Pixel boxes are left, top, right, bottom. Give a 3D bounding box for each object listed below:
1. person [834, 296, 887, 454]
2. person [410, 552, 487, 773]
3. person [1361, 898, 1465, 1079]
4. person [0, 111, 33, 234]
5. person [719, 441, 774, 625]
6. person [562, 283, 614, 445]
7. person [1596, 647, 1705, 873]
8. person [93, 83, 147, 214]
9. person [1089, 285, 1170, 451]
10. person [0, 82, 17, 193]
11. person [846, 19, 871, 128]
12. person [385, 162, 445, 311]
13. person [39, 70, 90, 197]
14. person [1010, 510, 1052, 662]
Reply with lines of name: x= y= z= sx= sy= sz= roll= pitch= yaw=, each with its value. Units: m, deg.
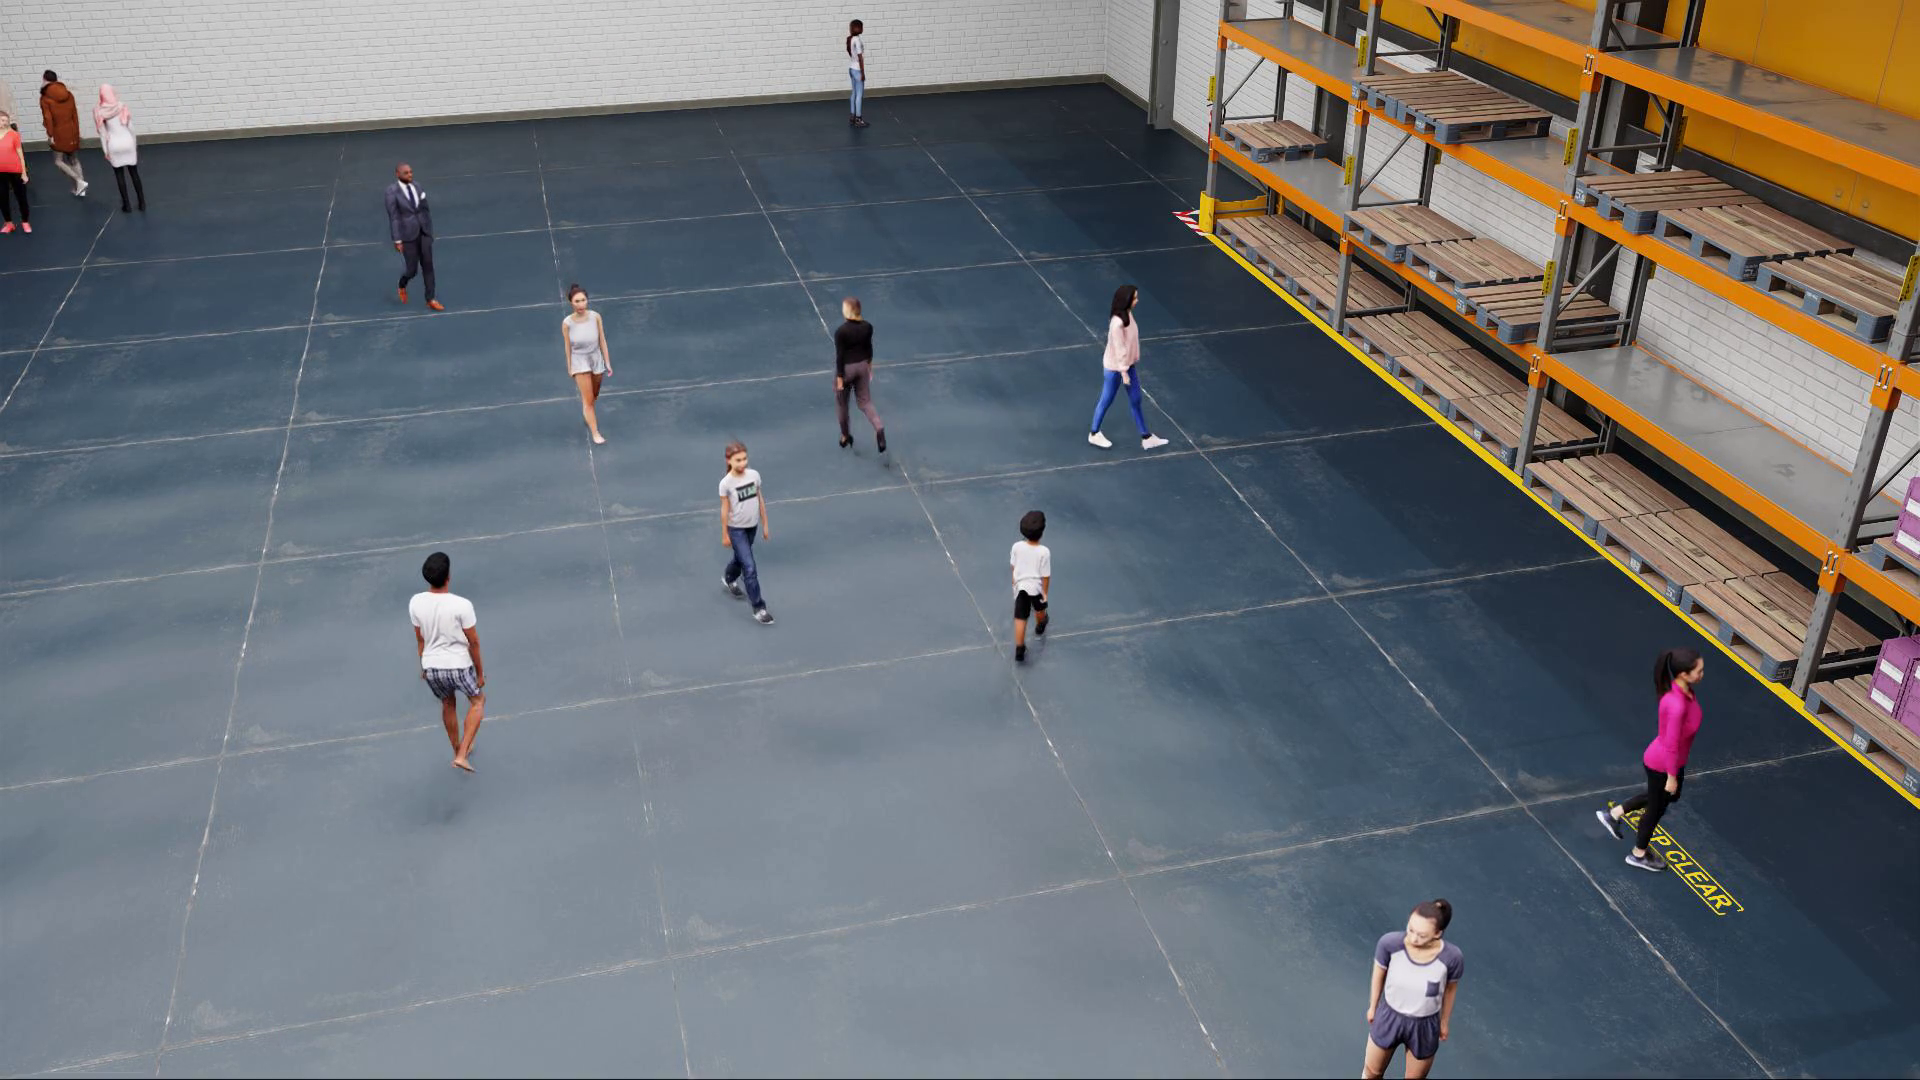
person: x=-0.995 y=-1.574 z=16.346 sx=0.831 sy=1.650 sz=1.033 roll=-21 pitch=35 yaw=-33
person: x=-3.612 y=0.926 z=11.690 sx=0.781 sy=1.718 sz=0.871 roll=2 pitch=29 yaw=4
person: x=2.361 y=2.543 z=8.798 sx=0.668 sy=1.650 sz=0.683 roll=9 pitch=30 yaw=16
person: x=-12.900 y=-4.973 z=22.554 sx=0.699 sy=1.671 sz=0.569 roll=0 pitch=29 yaw=0
person: x=-1.838 y=-0.123 z=13.817 sx=0.841 sy=1.524 sz=1.107 roll=-22 pitch=35 yaw=-34
person: x=-3.803 y=-1.822 z=16.873 sx=0.788 sy=1.580 sz=1.094 roll=-18 pitch=33 yaw=-30
person: x=4.496 y=1.420 z=10.819 sx=0.861 sy=1.686 sz=0.804 roll=14 pitch=32 yaw=24
person: x=-11.813 y=-5.527 z=23.430 sx=0.716 sy=1.804 sz=0.719 roll=-19 pitch=34 yaw=-31
person: x=1.491 y=-1.692 z=16.478 sx=1.138 sy=1.729 sz=1.091 roll=15 pitch=32 yaw=26
person: x=-14.008 y=-6.065 z=24.376 sx=0.887 sy=1.843 sz=0.705 roll=13 pitch=31 yaw=22
person: x=-1.714 y=-7.771 z=27.634 sx=0.672 sy=1.719 sz=0.505 roll=-12 pitch=31 yaw=-20
person: x=-6.617 y=-3.660 z=20.007 sx=1.038 sy=1.806 sz=0.955 roll=21 pitch=35 yaw=33
person: x=-12.854 y=-5.815 z=23.939 sx=0.988 sy=1.823 sz=0.930 roll=13 pitch=31 yaw=22
person: x=0.535 y=0.385 z=13.198 sx=0.742 sy=1.225 sz=0.943 roll=6 pitch=29 yaw=11
